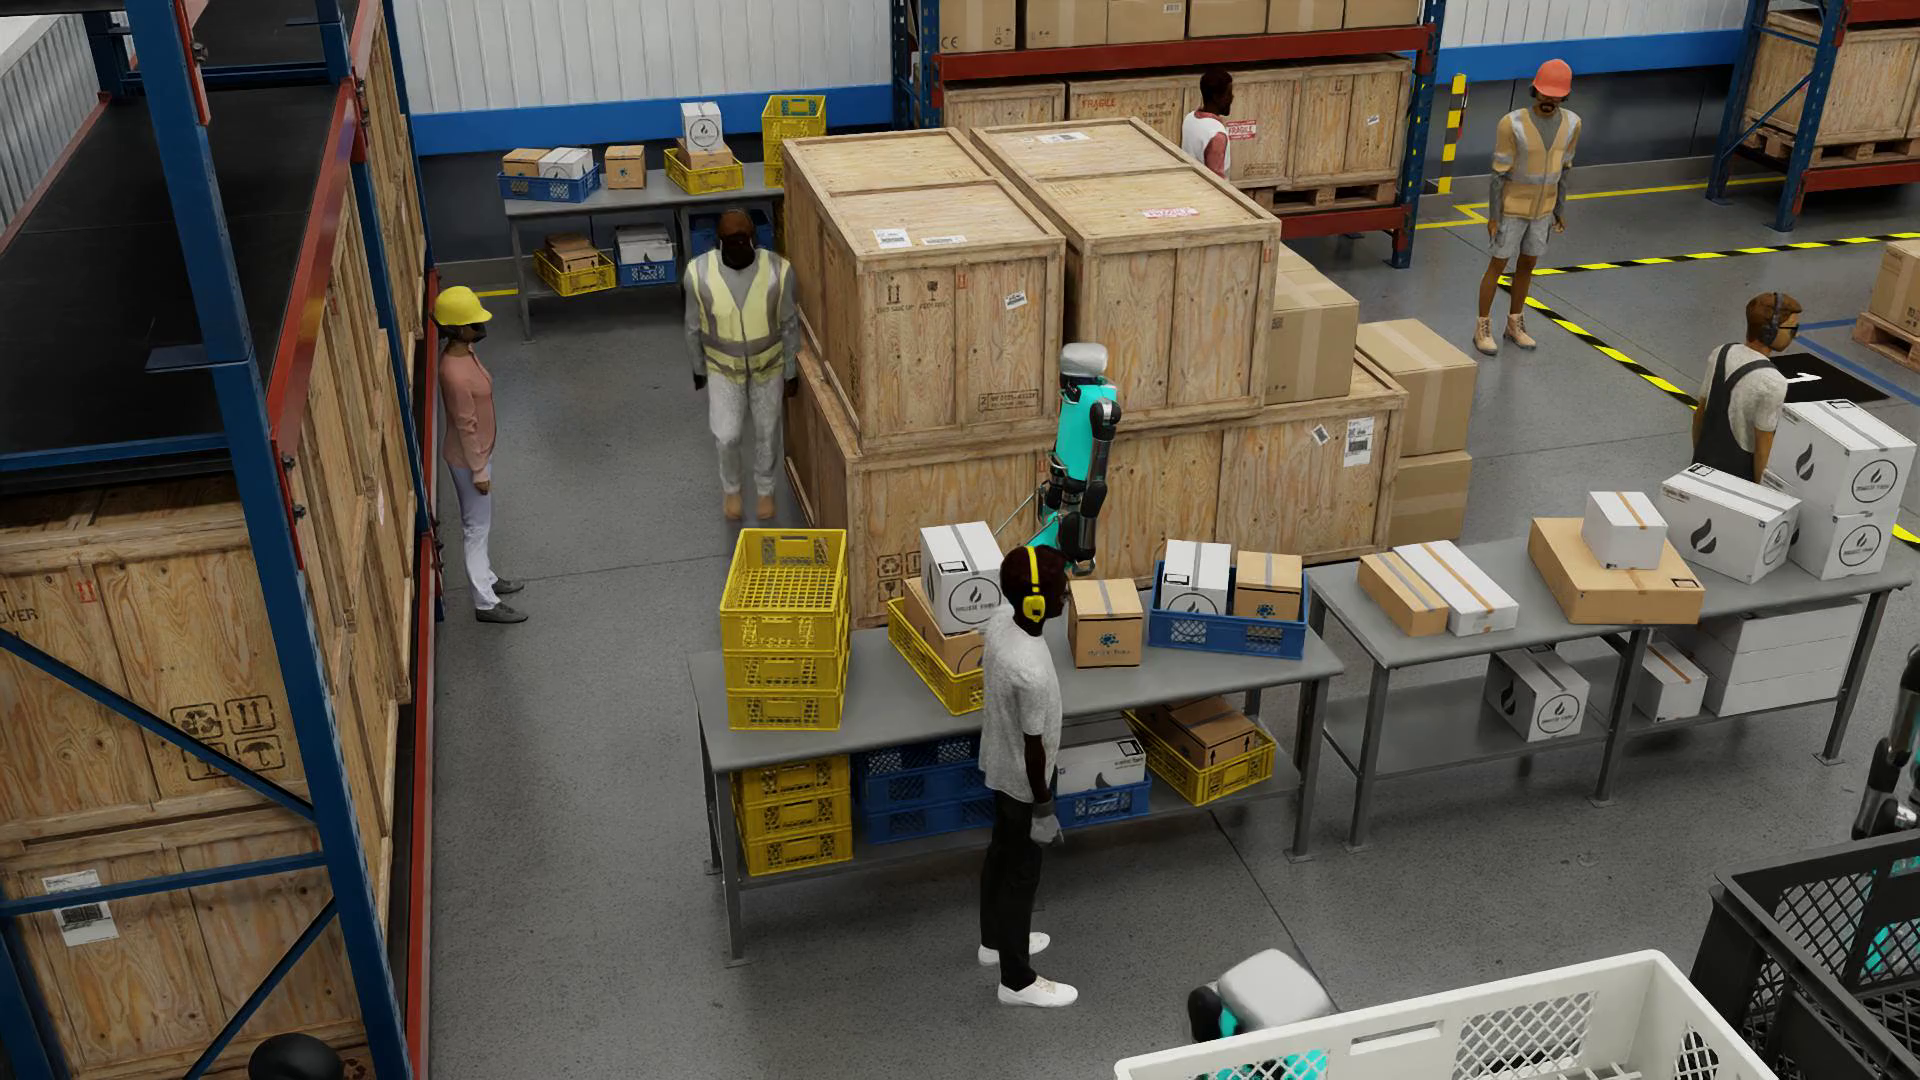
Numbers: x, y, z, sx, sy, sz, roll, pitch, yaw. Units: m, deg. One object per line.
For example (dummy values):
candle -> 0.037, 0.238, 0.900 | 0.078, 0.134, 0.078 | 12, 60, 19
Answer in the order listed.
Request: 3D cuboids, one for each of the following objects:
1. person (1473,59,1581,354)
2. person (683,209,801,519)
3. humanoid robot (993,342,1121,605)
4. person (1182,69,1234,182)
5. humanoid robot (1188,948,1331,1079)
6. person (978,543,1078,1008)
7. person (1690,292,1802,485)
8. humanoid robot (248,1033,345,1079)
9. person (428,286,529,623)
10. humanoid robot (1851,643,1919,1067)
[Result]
person -> 3.903, -2.271, 11.408 | 0.605, 2.038, 0.391 | -6, 29, -11
person -> -1.187, -0.945, 9.212 | 0.629, 1.829, 0.475 | -5, 29, -9
humanoid robot -> 0.336, -0.083, 7.609 | 0.735, 1.674, 0.533 | -7, 30, -13
person -> 1.688, -2.314, 11.608 | 0.392, 1.920, 0.588 | -6, 29, -11
humanoid robot -> 0.573, 1.866, 4.202 | 1.000, 1.718, 0.544 | -21, 35, -33
person -> 0.236, 0.840, 5.932 | 0.334, 1.873, 0.517 | -6, 29, -11
person -> 3.726, -0.319, 8.066 | 0.350, 1.842, 0.504 | -6, 29, -11
humanoid robot -> -1.566, 1.883, 4.226 | 0.315, 1.654, 0.599 | -7, 30, -13
person -> -2.418, -0.427, 8.338 | 0.323, 1.769, 0.523 | -6, 29, -11
humanoid robot -> 3.267, 1.142, 5.539 | 0.545, 1.802, 0.784 | 12, 31, 20
